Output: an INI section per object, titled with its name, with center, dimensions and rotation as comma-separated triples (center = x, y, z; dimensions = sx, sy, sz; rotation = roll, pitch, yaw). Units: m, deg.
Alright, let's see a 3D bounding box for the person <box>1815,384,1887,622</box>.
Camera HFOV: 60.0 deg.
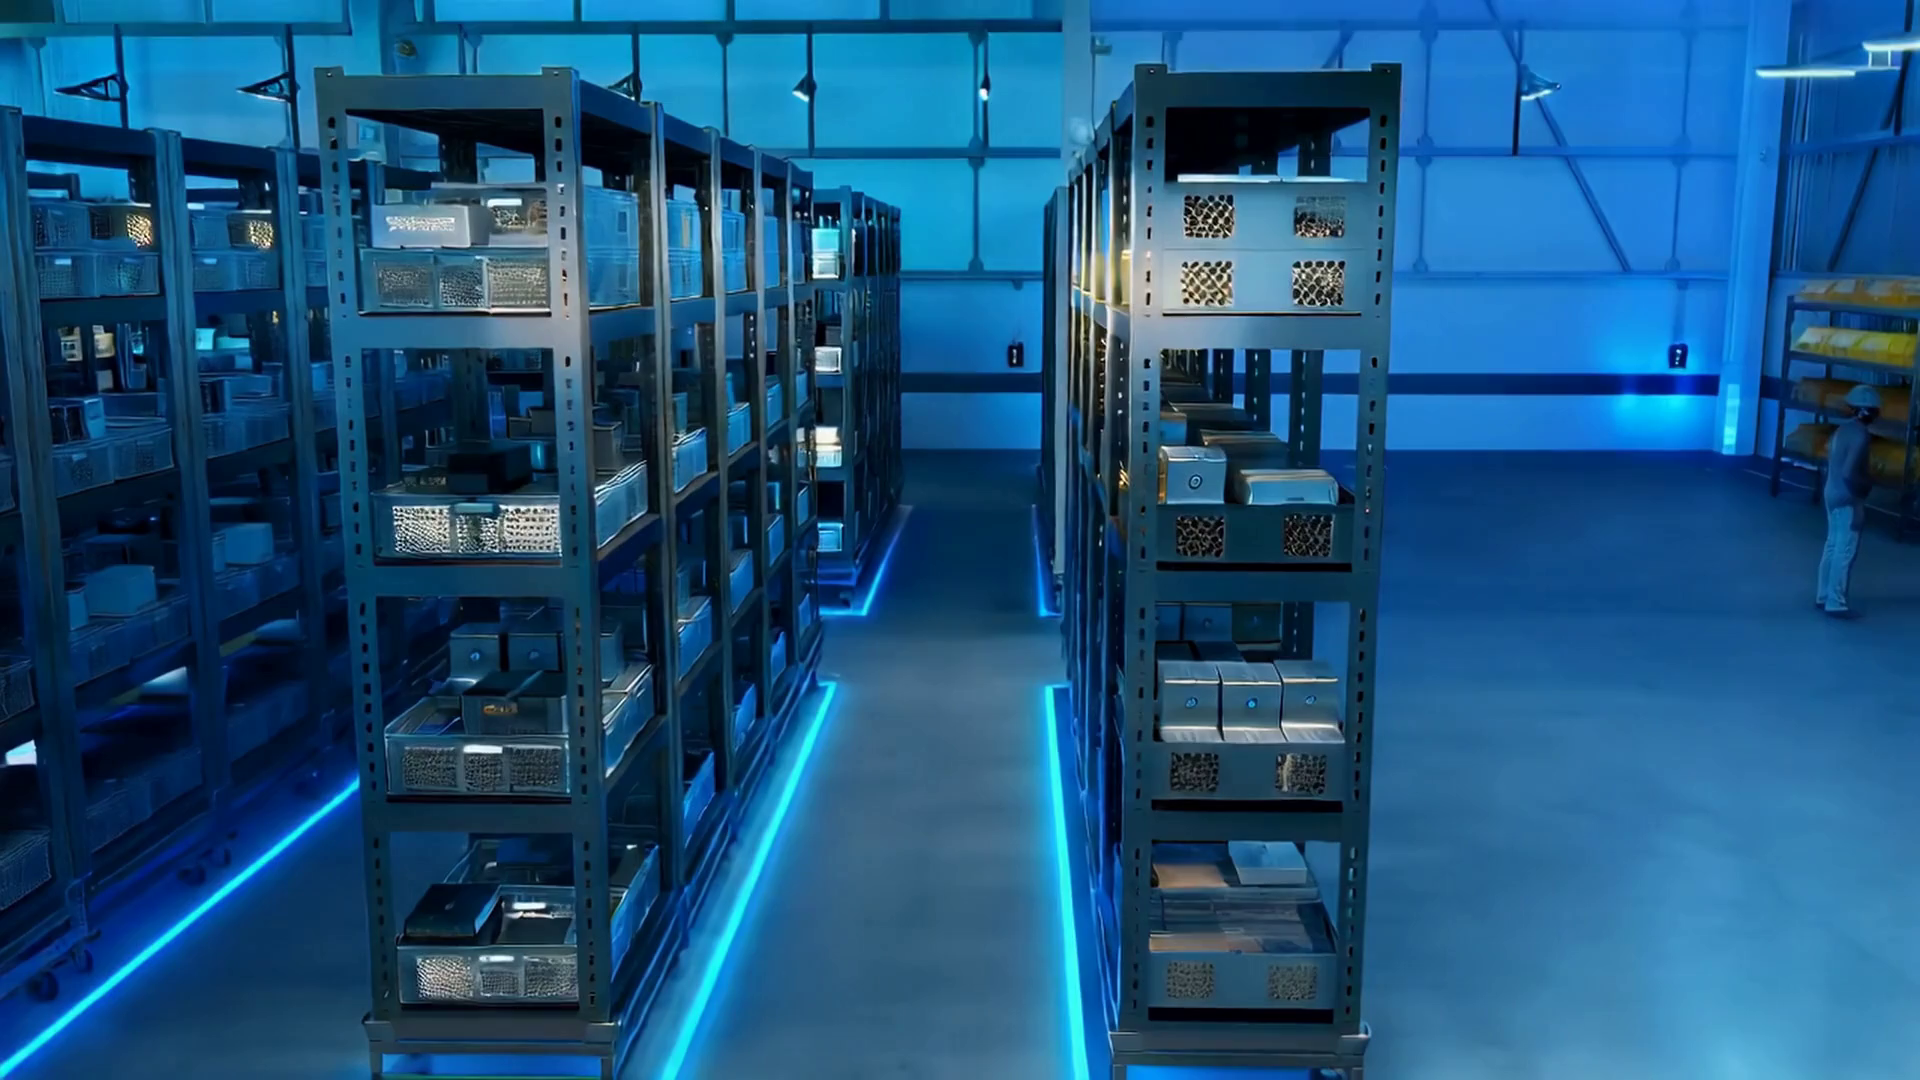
[person]
center = 7.439, -0.312, 13.886
dimensions = 0.400, 1.986, 0.608
rotation = 2, 10, 9
